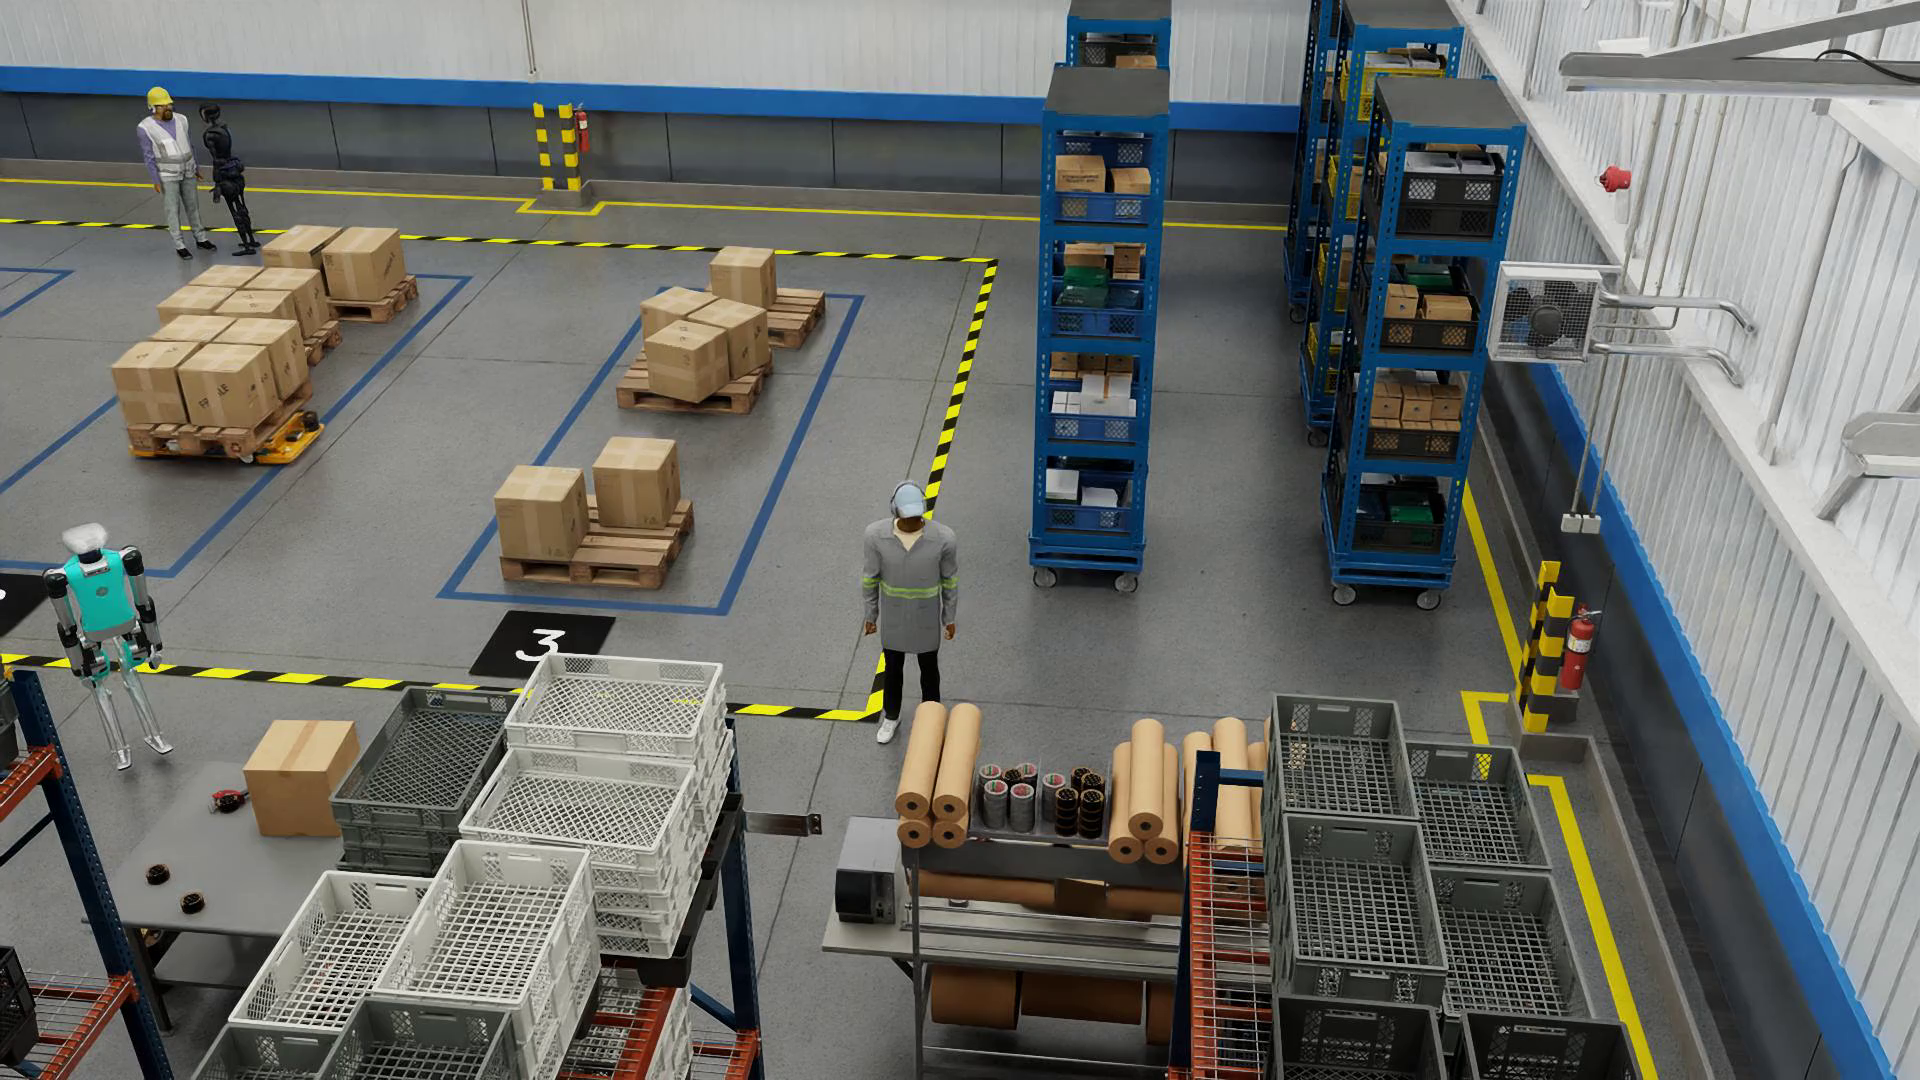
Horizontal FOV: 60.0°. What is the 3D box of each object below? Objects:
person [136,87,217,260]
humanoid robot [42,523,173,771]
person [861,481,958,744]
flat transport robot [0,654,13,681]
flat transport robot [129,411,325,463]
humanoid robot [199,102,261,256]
[{"bbox_3d":[-8.440,-3.959,17.914,0.404,1.837,0.589,18,35,28],"label":"person"},{"bbox_3d":[-5.173,0.580,10.089,0.533,1.673,0.735,-21,36,-32],"label":"humanoid robot"},{"bbox_3d":[-0.312,0.465,10.300,0.597,1.851,0.381,2,30,4],"label":"person"},{"bbox_3d":[-7.142,0.969,11.010,1.431,0.231,0.659,3,30,6],"label":"flat transport robot"},{"bbox_3d":[-6.267,-0.918,14.223,1.431,0.197,0.652,3,30,6],"label":"flat transport robot"},{"bbox_3d":[-7.919,-3.908,17.973,0.315,1.655,0.599,-2,30,-4],"label":"humanoid robot"}]
